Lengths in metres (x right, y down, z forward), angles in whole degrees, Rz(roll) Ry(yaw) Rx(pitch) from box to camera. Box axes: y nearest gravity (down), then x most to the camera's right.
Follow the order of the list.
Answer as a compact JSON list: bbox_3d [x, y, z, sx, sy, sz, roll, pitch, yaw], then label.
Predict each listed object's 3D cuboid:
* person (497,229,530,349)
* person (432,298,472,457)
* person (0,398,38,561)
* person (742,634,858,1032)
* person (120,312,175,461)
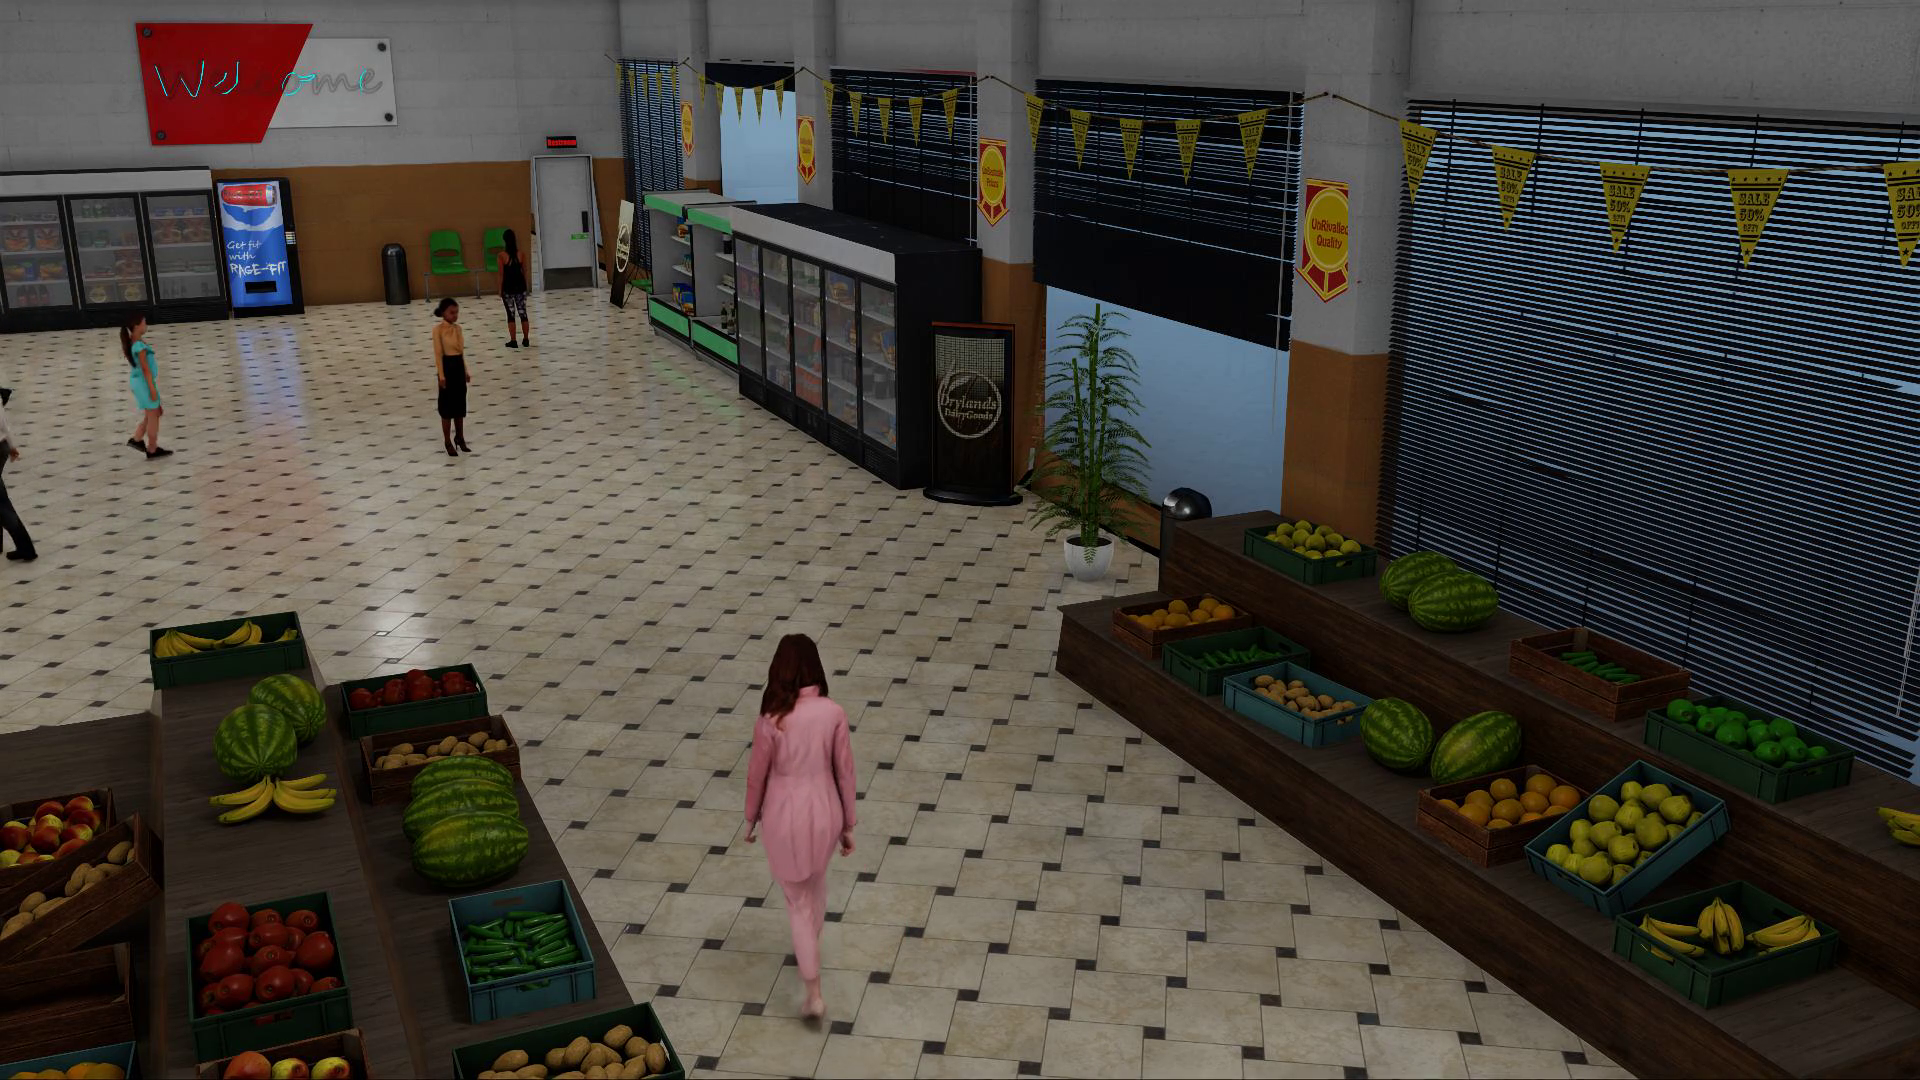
[{"bbox_3d":[-6.313,-3.567,23.535,0.620,1.672,0.571,-12,21,-35],"label":"person"},{"bbox_3d":[-5.342,-1.720,17.483,0.716,1.654,0.665,7,18,22],"label":"person"},{"bbox_3d":[-7.989,-0.661,13.794,1.019,1.771,0.988,5,17,14],"label":"person"},{"bbox_3d":[-0.665,1.315,7.269,0.609,1.781,0.849,-8,19,-24],"label":"person"},{"bbox_3d":[-8.518,-1.584,17.218,0.697,1.549,0.662,-14,22,-39],"label":"person"}]
